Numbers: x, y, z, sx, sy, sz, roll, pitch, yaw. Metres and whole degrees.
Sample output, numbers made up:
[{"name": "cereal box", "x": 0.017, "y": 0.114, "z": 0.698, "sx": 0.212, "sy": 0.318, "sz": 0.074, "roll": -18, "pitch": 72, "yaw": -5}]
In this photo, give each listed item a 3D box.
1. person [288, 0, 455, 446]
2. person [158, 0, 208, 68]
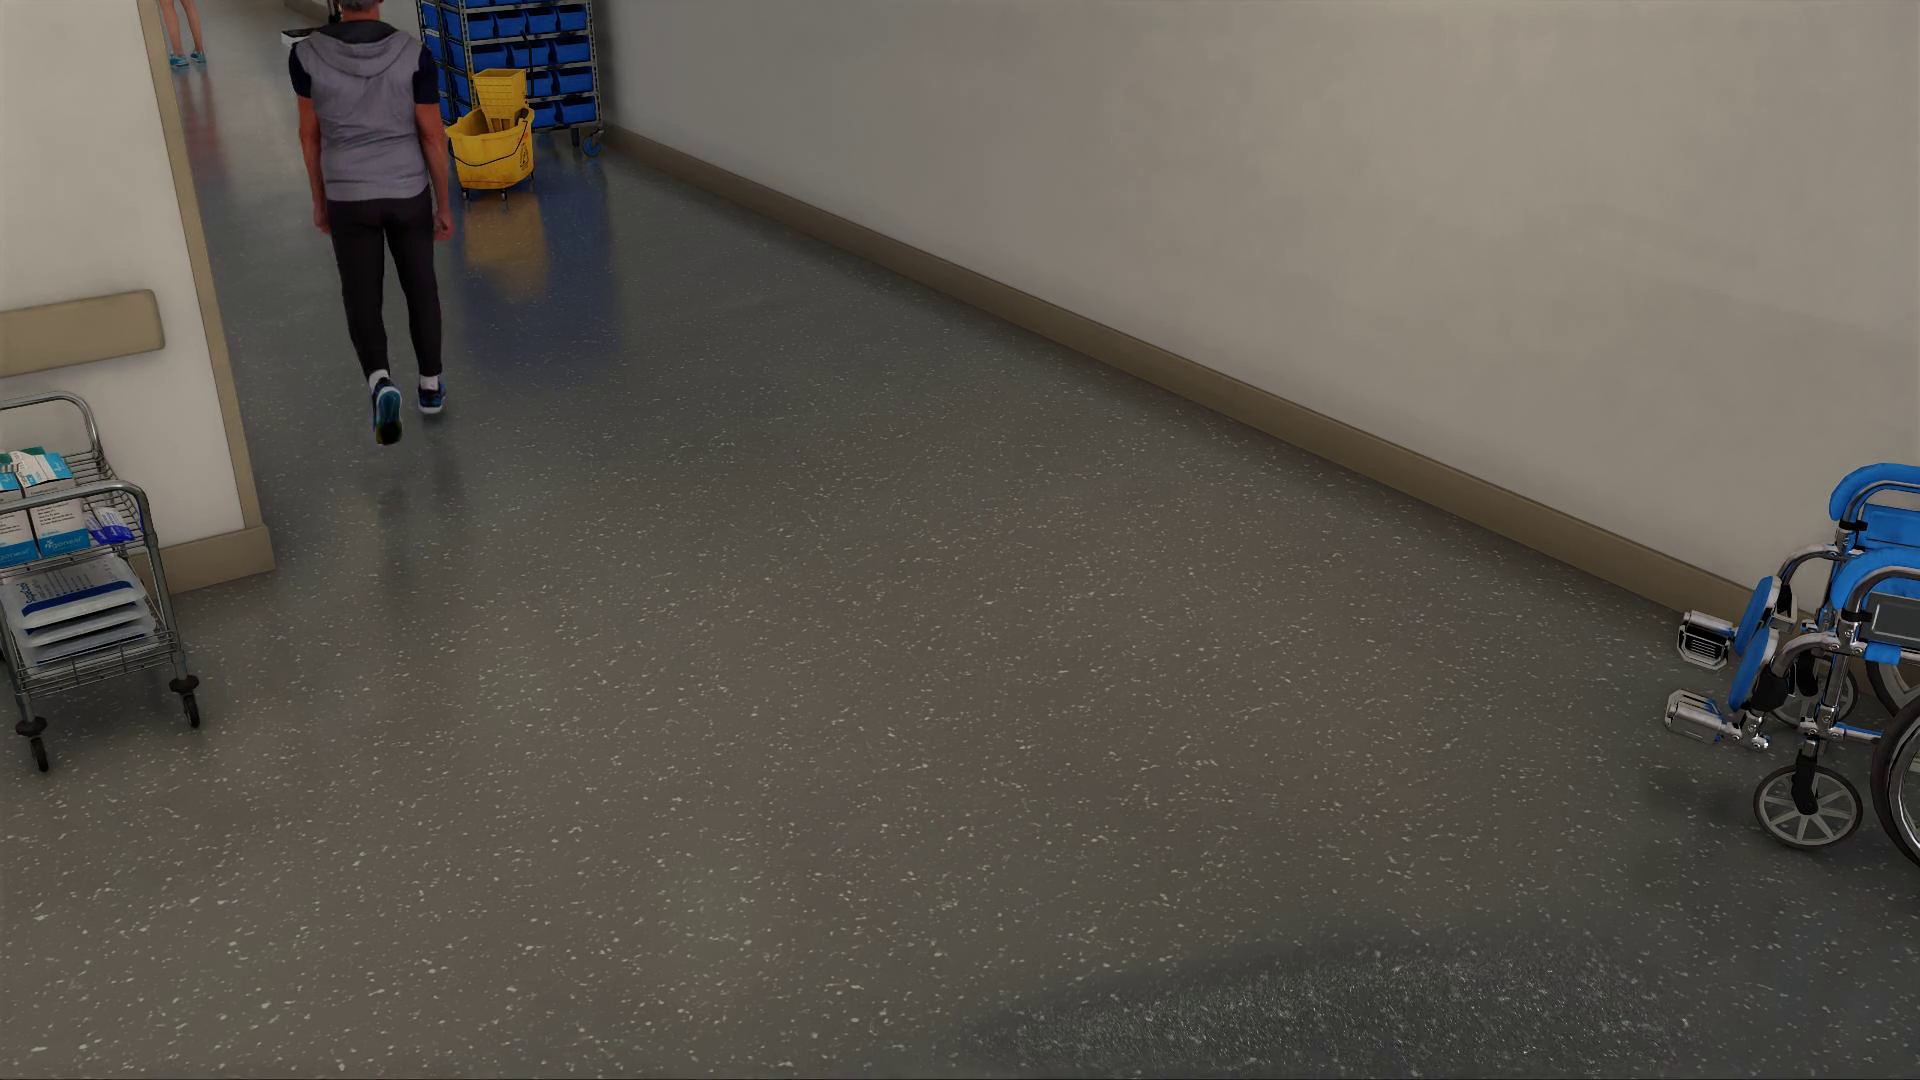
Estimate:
[{"name": "person", "x": -2.169, "y": -1.220, "z": 6.197, "sx": 1.110, "sy": 1.797, "sz": 0.943, "roll": -8, "pitch": 27, "yaw": -15}, {"name": "person", "x": -6.575, "y": -4.849, "z": 13.758, "sx": 0.735, "sy": 1.765, "sz": 0.624, "roll": 17, "pitch": 31, "yaw": 32}]
